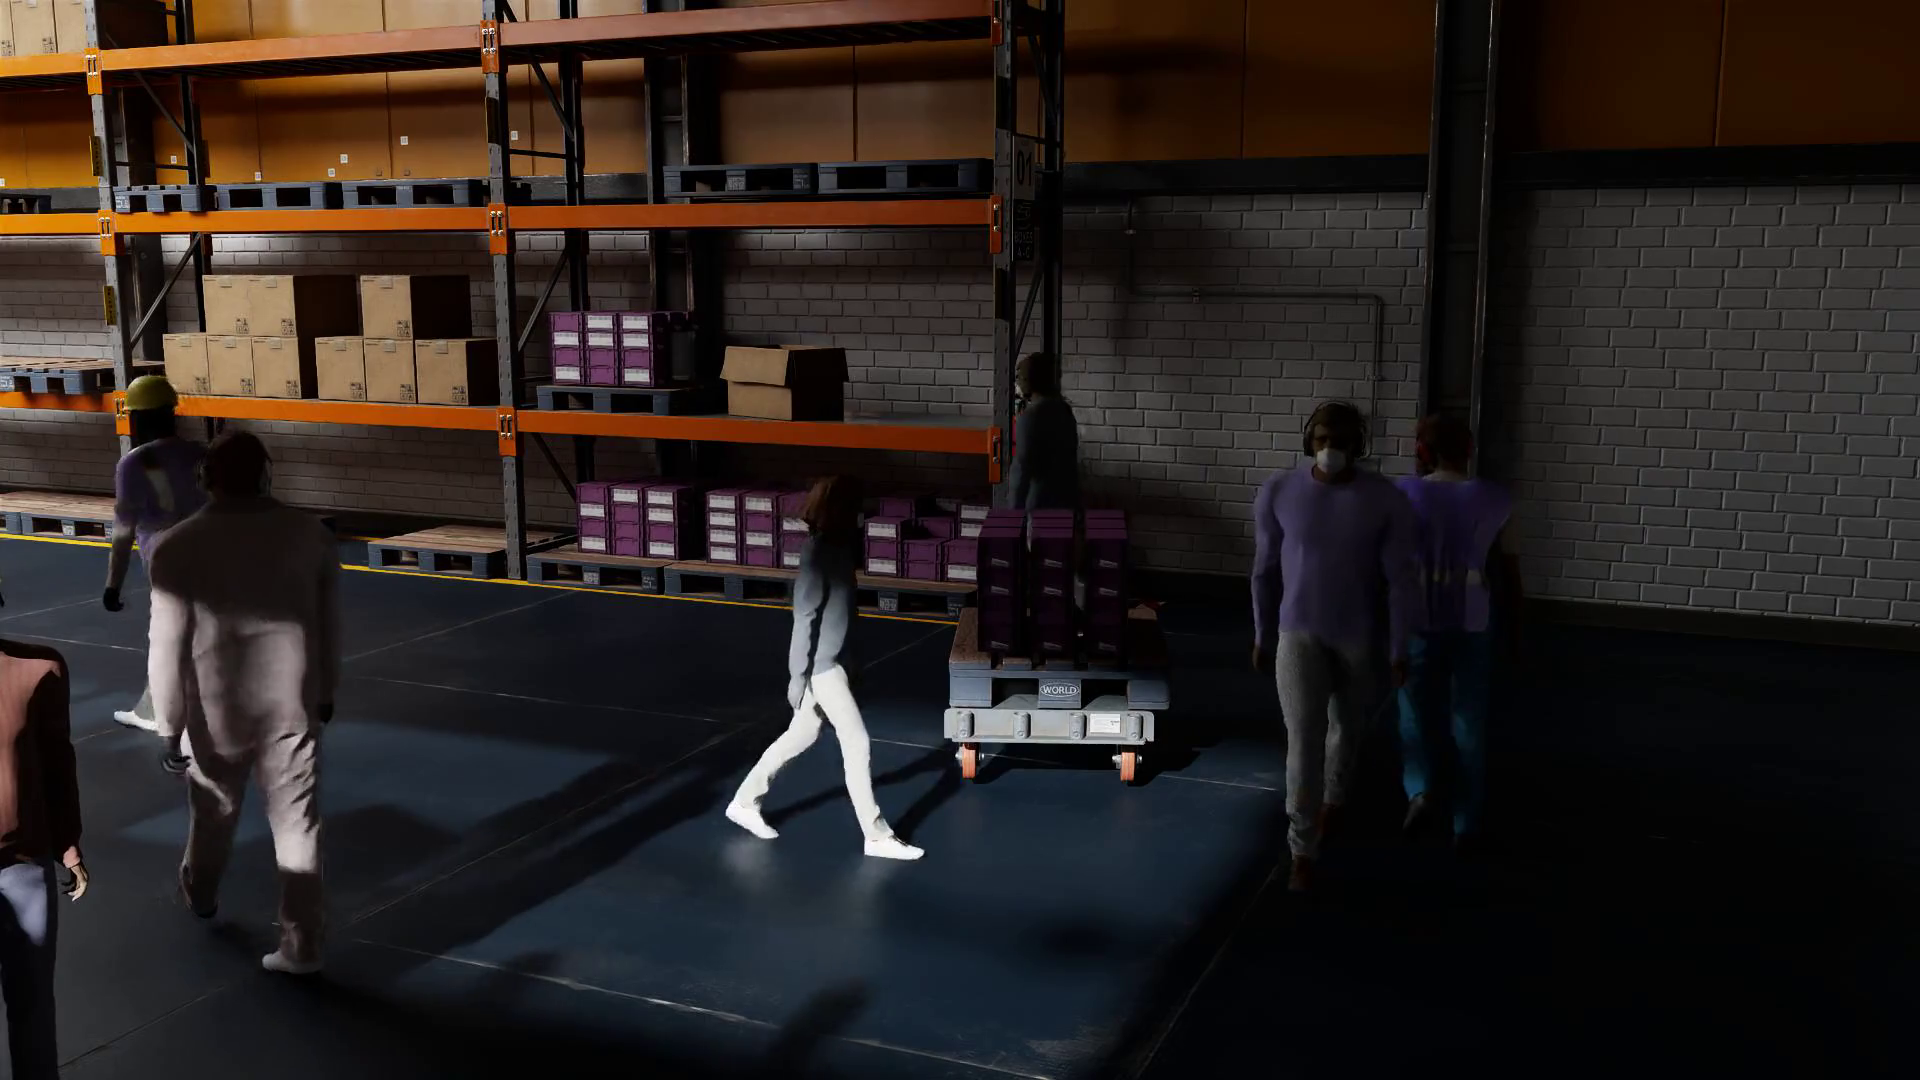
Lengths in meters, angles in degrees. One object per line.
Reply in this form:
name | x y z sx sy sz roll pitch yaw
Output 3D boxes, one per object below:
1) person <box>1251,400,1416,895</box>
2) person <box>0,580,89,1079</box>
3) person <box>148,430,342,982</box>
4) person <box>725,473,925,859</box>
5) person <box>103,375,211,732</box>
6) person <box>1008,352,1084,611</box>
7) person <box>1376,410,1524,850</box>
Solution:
person | 1.483 0.381 6.659 0.643 1.889 1.048 2 10 14
person | -2.522 0.837 4.280 0.308 1.769 0.525 8 12 40
person | -2.495 0.545 5.798 0.688 1.837 1.059 -7 12 -38
person | -0.595 0.504 6.813 0.856 1.591 0.506 1 10 8
person | -3.919 0.113 8.320 1.024 1.871 0.609 3 10 16
person | 0.584 -0.195 10.124 1.002 1.897 0.636 4 10 24
person | 1.994 0.383 6.839 0.659 1.818 0.499 2 10 14
